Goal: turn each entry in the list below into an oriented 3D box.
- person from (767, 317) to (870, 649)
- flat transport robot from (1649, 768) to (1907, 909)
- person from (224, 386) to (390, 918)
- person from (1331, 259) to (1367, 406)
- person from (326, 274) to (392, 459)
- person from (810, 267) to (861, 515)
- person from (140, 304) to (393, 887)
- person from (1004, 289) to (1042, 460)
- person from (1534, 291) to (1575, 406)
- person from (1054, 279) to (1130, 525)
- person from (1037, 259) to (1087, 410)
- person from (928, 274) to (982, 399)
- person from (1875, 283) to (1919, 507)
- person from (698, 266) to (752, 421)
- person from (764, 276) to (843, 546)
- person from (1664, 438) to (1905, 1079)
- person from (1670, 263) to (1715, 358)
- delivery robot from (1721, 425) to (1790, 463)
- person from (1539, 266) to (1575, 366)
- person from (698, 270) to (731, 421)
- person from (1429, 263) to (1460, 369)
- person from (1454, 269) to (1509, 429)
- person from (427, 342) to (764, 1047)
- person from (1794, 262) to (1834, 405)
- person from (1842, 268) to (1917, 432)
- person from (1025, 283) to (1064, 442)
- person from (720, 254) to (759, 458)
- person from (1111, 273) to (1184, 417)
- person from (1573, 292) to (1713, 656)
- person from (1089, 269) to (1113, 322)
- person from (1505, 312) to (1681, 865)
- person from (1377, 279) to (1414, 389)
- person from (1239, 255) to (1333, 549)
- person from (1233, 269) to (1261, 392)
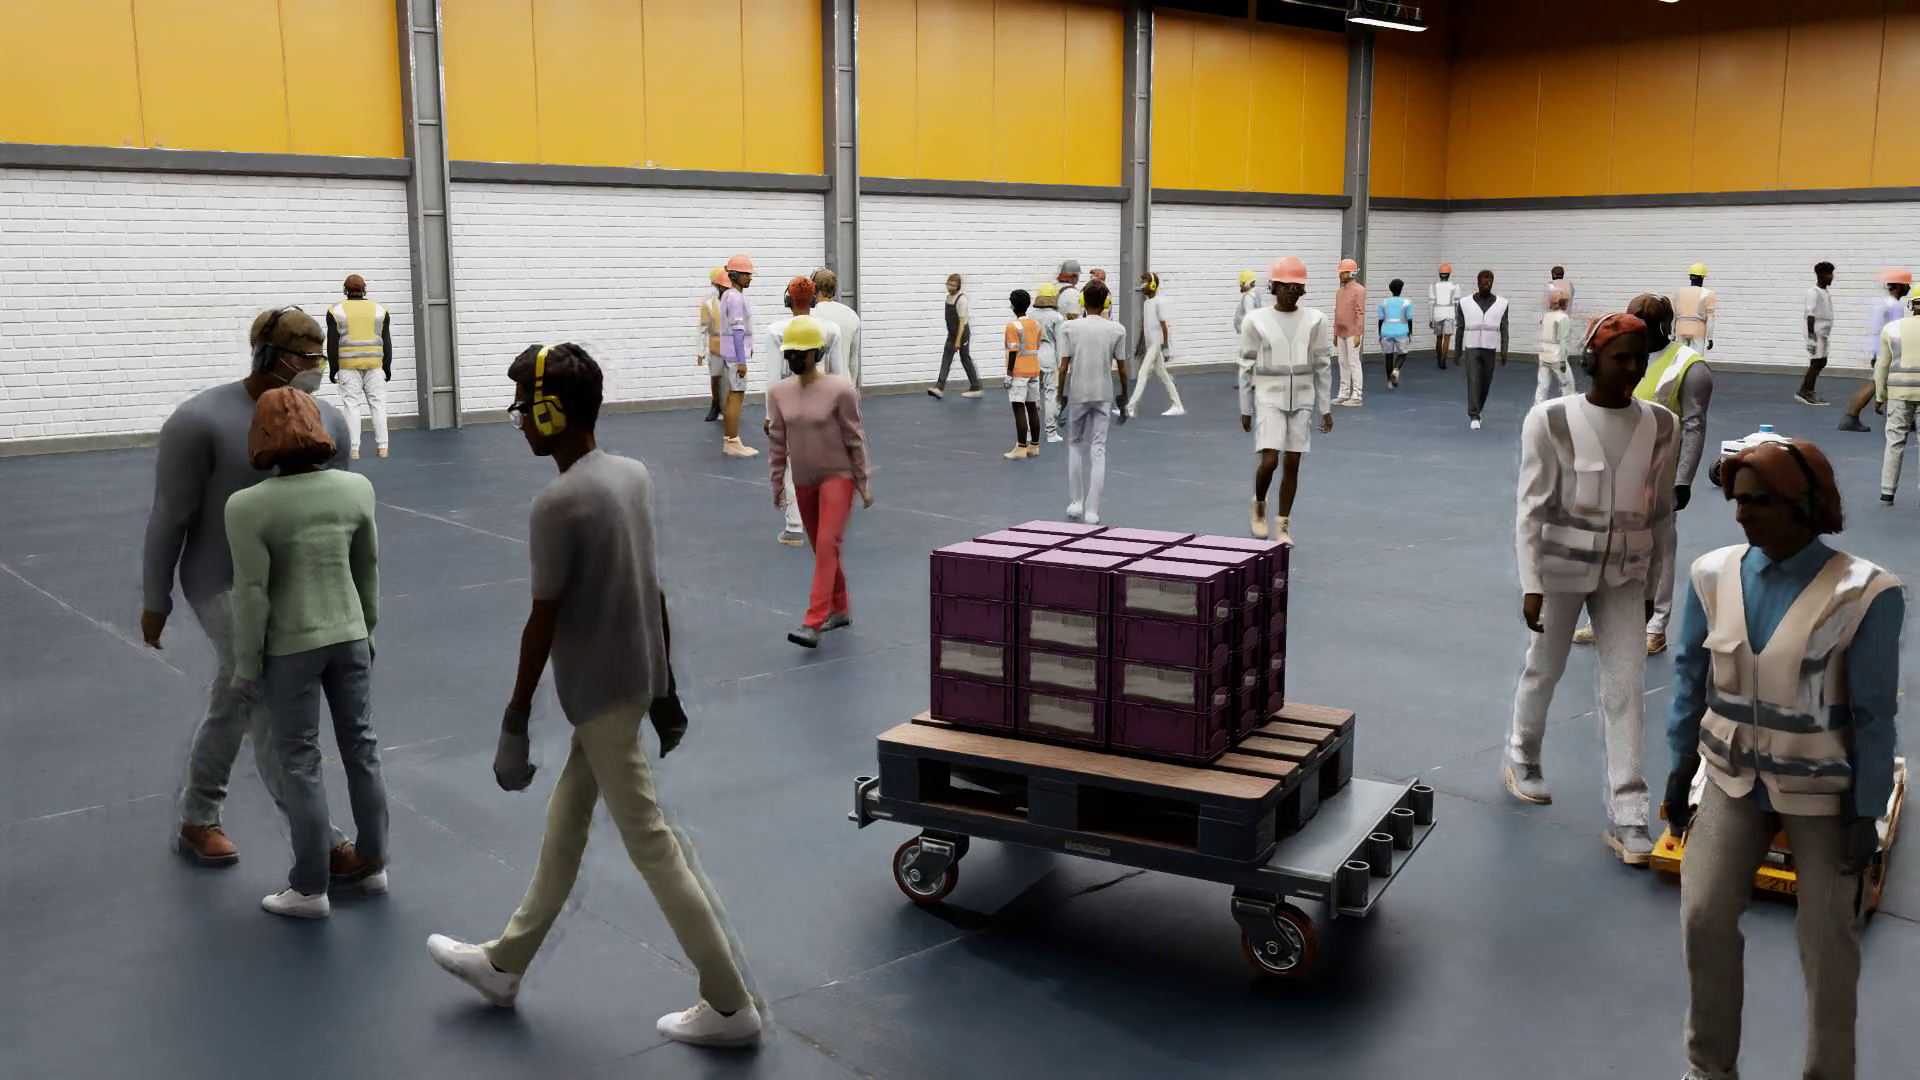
[{"bbox_3d":[-0.777,-0.294,8.649,0.533,1.704,0.929,5,11,25],"label":"person"},{"bbox_3d":[2.885,0.909,5.789,0.652,0.197,1.431,6,11,32],"label":"flat transport robot"},{"bbox_3d":[-2.002,0.344,5.116,0.284,1.633,0.498,7,12,36],"label":"person"},{"bbox_3d":[5.251,-2.804,22.536,0.396,1.989,0.619,-4,10,-20],"label":"person"},{"bbox_3d":[-6.018,-1.733,16.672,0.634,1.841,0.429,-6,12,-33],"label":"person"},{"bbox_3d":[-1.042,-1.127,12.835,0.373,1.940,0.628,9,13,41],"label":"person"},{"bbox_3d":[-2.232,0.184,5.382,1.028,1.860,0.638,4,11,24],"label":"person"},{"bbox_3d":[0.616,-1.647,16.580,0.318,1.698,0.539,7,12,35],"label":"person"},{"bbox_3d":[6.998,-2.078,19.319,0.681,1.613,0.538,-2,10,-13],"label":"person"},{"bbox_3d":[1.008,-1.057,12.694,0.576,1.841,0.759,1,10,4],"label":"person"},{"bbox_3d":[1.333,-2.722,21.873,0.943,2.000,0.677,-7,12,-34],"label":"person"},{"bbox_3d":[-0.077,-2.874,23.547,0.952,1.771,0.583,-7,12,-34],"label":"person"},{"bbox_3d":[7.721,-1.175,13.425,0.599,1.832,0.404,6,11,31],"label":"person"},{"bbox_3d":[-2.905,-2.417,20.493,0.625,1.894,0.516,-5,11,-25],"label":"person"},{"bbox_3d":[-1.093,-0.899,11.662,0.584,1.882,0.337,-5,11,-26],"label":"person"},{"bbox_3d":[1.852,0.579,3.773,0.350,1.625,0.515,-6,11,-32],"label":"person"},{"bbox_3d":[9.991,-2.805,22.697,0.594,1.924,0.383,9,13,44],"label":"person"},{"bbox_3d":[6.986,-0.757,14.440,0.707,0.478,0.477,-3,10,-17],"label":"delivery robot"},{"bbox_3d":[10.884,-4.078,30.399,0.627,1.844,0.429,-3,10,-17],"label":"person"},{"bbox_3d":[-2.847,-2.304,19.958,0.589,1.878,1.033,-1,10,-8],"label":"person"},{"bbox_3d":[8.740,-4.050,30.093,0.540,1.904,0.978,4,11,24],"label":"person"},{"bbox_3d":[6.194,-2.276,19.773,0.594,1.880,0.935,1,10,8],"label":"person"},{"bbox_3d":[-0.958,0.408,4.237,1.012,1.806,0.533,2,10,13],"label":"person"},{"bbox_3d":[11.706,-2.809,22.740,0.686,1.947,0.539,-9,13,-43],"label":"person"},{"bbox_3d":[10.693,-2.169,19.106,0.970,1.887,0.560,3,10,17],"label":"person"},{"bbox_3d":[0.932,-1.943,18.220,0.483,1.735,0.340,6,11,31],"label":"person"},{"bbox_3d":[-2.221,-1.850,16.768,0.386,2.039,0.615,-3,10,-15],"label":"person"},{"bbox_3d":[2.414,-2.453,20.971,0.998,1.818,0.543,-2,10,-11],"label":"person"},{"bbox_3d":[3.464,-0.336,8.498,0.429,1.842,0.622,-7,12,-35],"label":"person"},{"bbox_3d":[1.969,-2.888,23.418,0.388,1.846,0.565,-1,10,-7],"label":"person"},{"bbox_3d":[2.204,0.123,5.832,0.584,1.838,0.985,0,10,1],"label":"person"},{"bbox_3d":[6.561,-3.105,25.135,0.549,1.683,0.471,4,11,24],"label":"person"},{"bbox_3d":[2.255,-0.940,11.479,0.614,2.027,0.422,-1,10,-5],"label":"person"},{"bbox_3d":[4.296,-3.126,24.880,0.404,1.834,0.602,3,10,18],"label":"person"}]
